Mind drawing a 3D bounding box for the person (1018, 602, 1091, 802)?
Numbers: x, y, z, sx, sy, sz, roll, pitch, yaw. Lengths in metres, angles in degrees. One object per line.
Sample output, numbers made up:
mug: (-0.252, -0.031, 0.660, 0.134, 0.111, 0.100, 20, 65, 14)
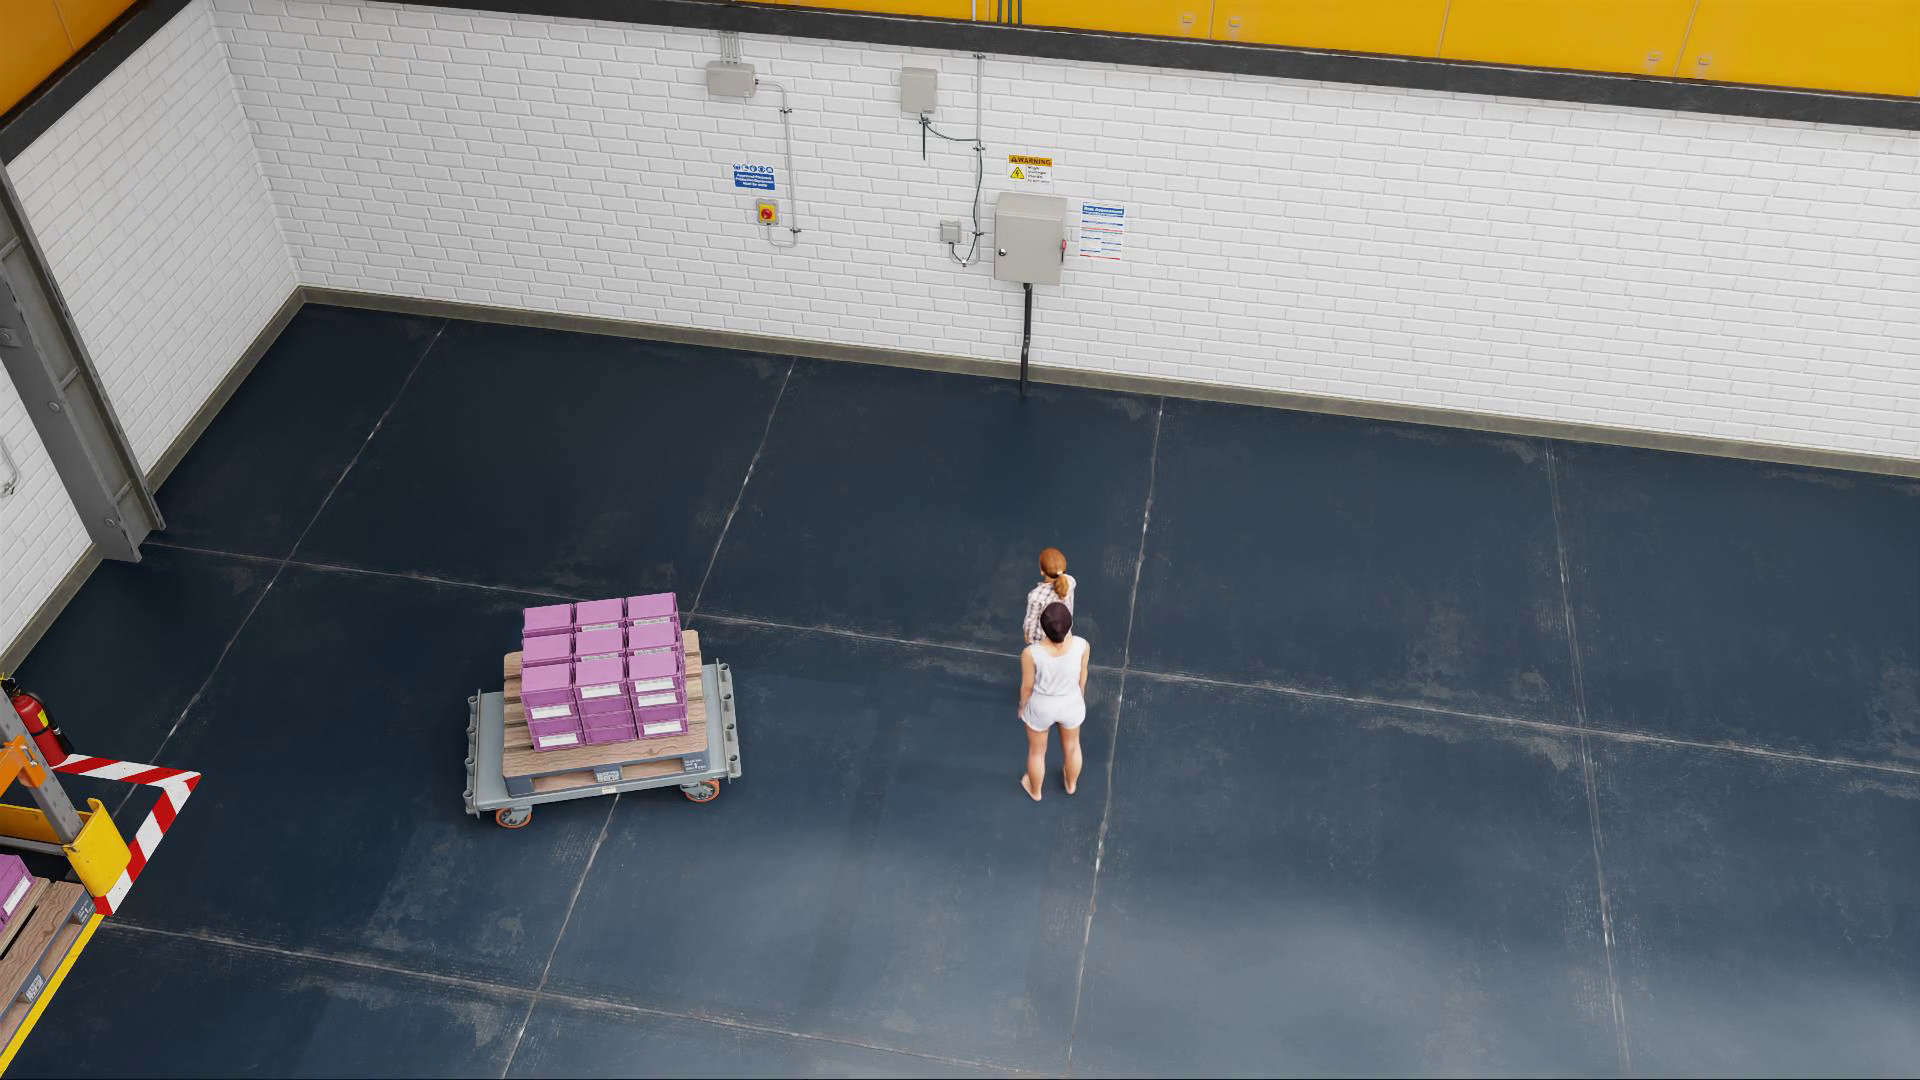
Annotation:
person: (0.551, 0.962, 9.846, 0.632, 1.607, 0.628, -8, 44, -8)

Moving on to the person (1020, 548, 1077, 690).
person: (0.579, 0.558, 10.486, 0.598, 1.309, 0.648, -22, 48, -22)
